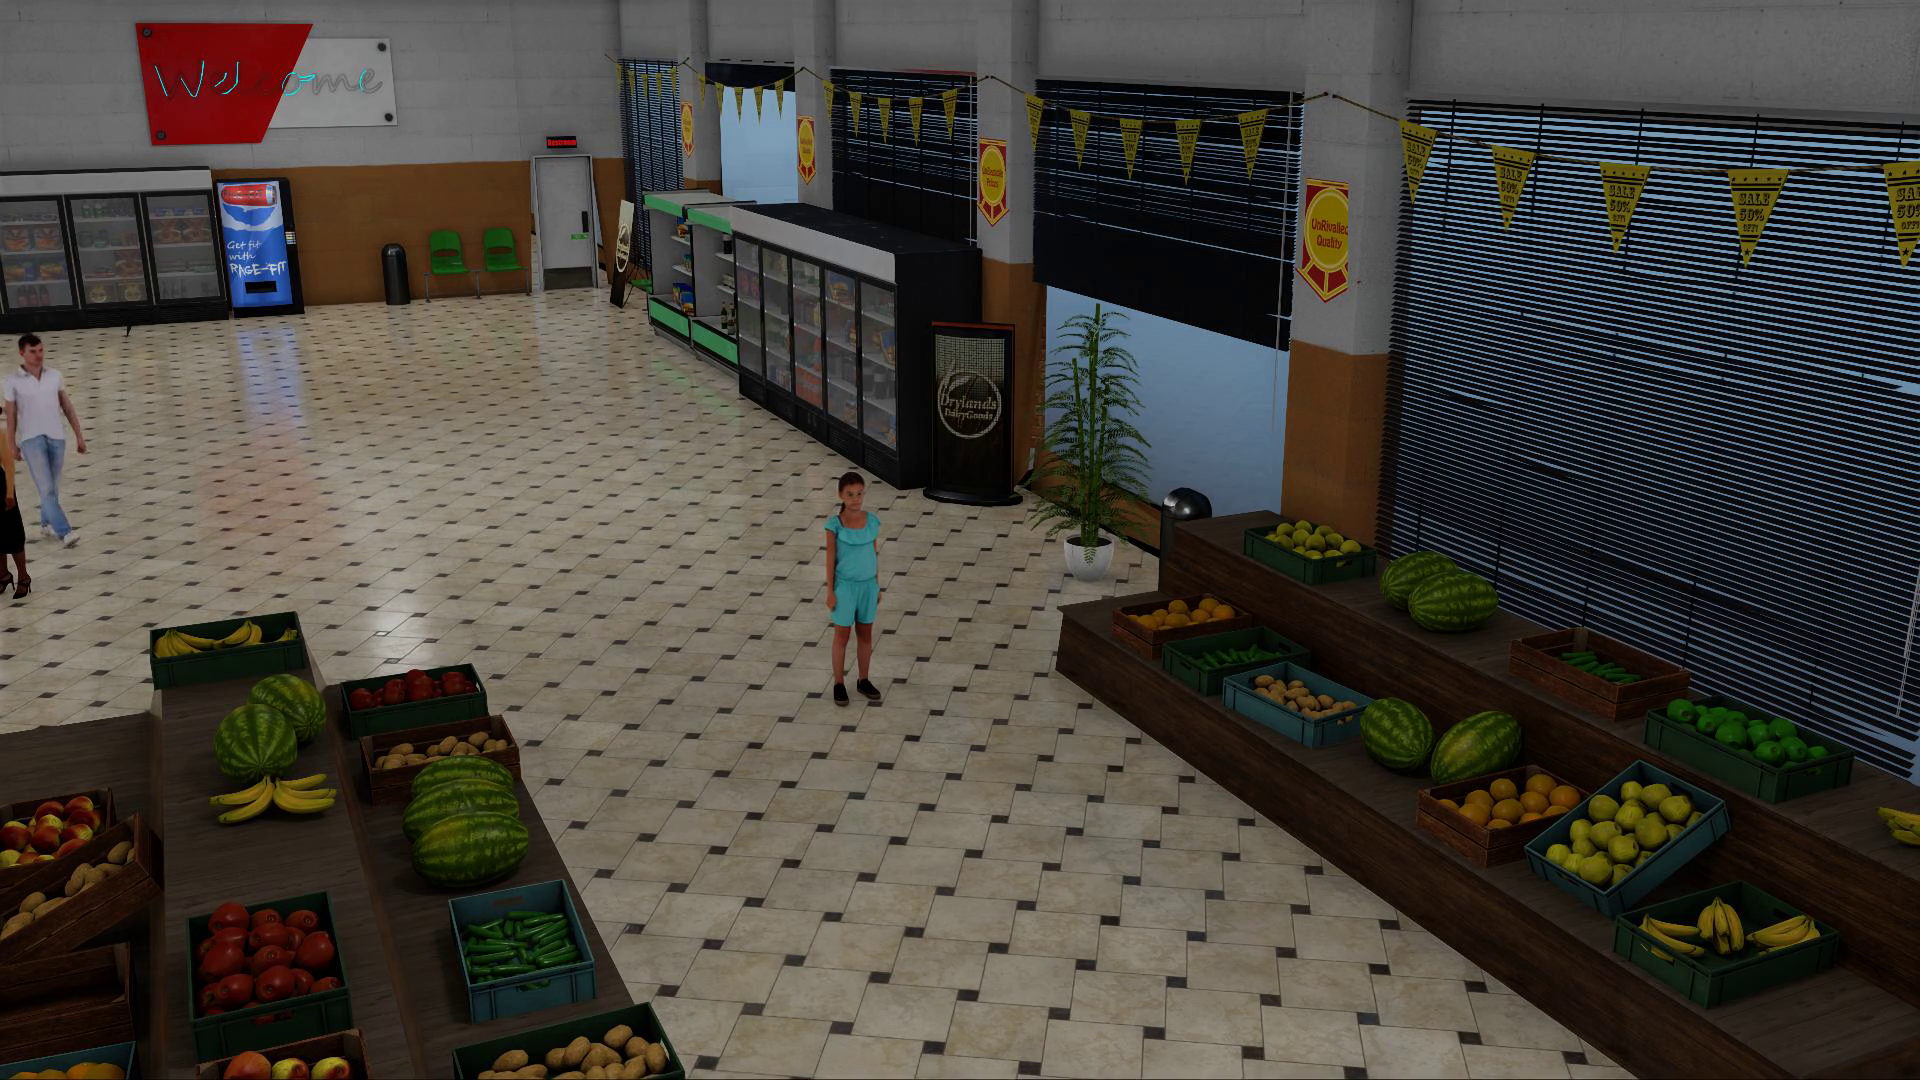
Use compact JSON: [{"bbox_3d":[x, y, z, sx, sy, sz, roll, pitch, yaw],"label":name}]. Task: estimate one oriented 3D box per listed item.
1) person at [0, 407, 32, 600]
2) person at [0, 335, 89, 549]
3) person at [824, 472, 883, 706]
[{"bbox_3d":[-7.525,-0.355,12.989,0.656,1.653,0.725,7,18,23],"label":"person"},{"bbox_3d":[-7.955,-0.848,14.341,1.233,1.812,1.037,12,20,34],"label":"person"},{"bbox_3d":[-0.698,0.306,10.977,0.537,1.558,0.508,-8,19,-24],"label":"person"}]
